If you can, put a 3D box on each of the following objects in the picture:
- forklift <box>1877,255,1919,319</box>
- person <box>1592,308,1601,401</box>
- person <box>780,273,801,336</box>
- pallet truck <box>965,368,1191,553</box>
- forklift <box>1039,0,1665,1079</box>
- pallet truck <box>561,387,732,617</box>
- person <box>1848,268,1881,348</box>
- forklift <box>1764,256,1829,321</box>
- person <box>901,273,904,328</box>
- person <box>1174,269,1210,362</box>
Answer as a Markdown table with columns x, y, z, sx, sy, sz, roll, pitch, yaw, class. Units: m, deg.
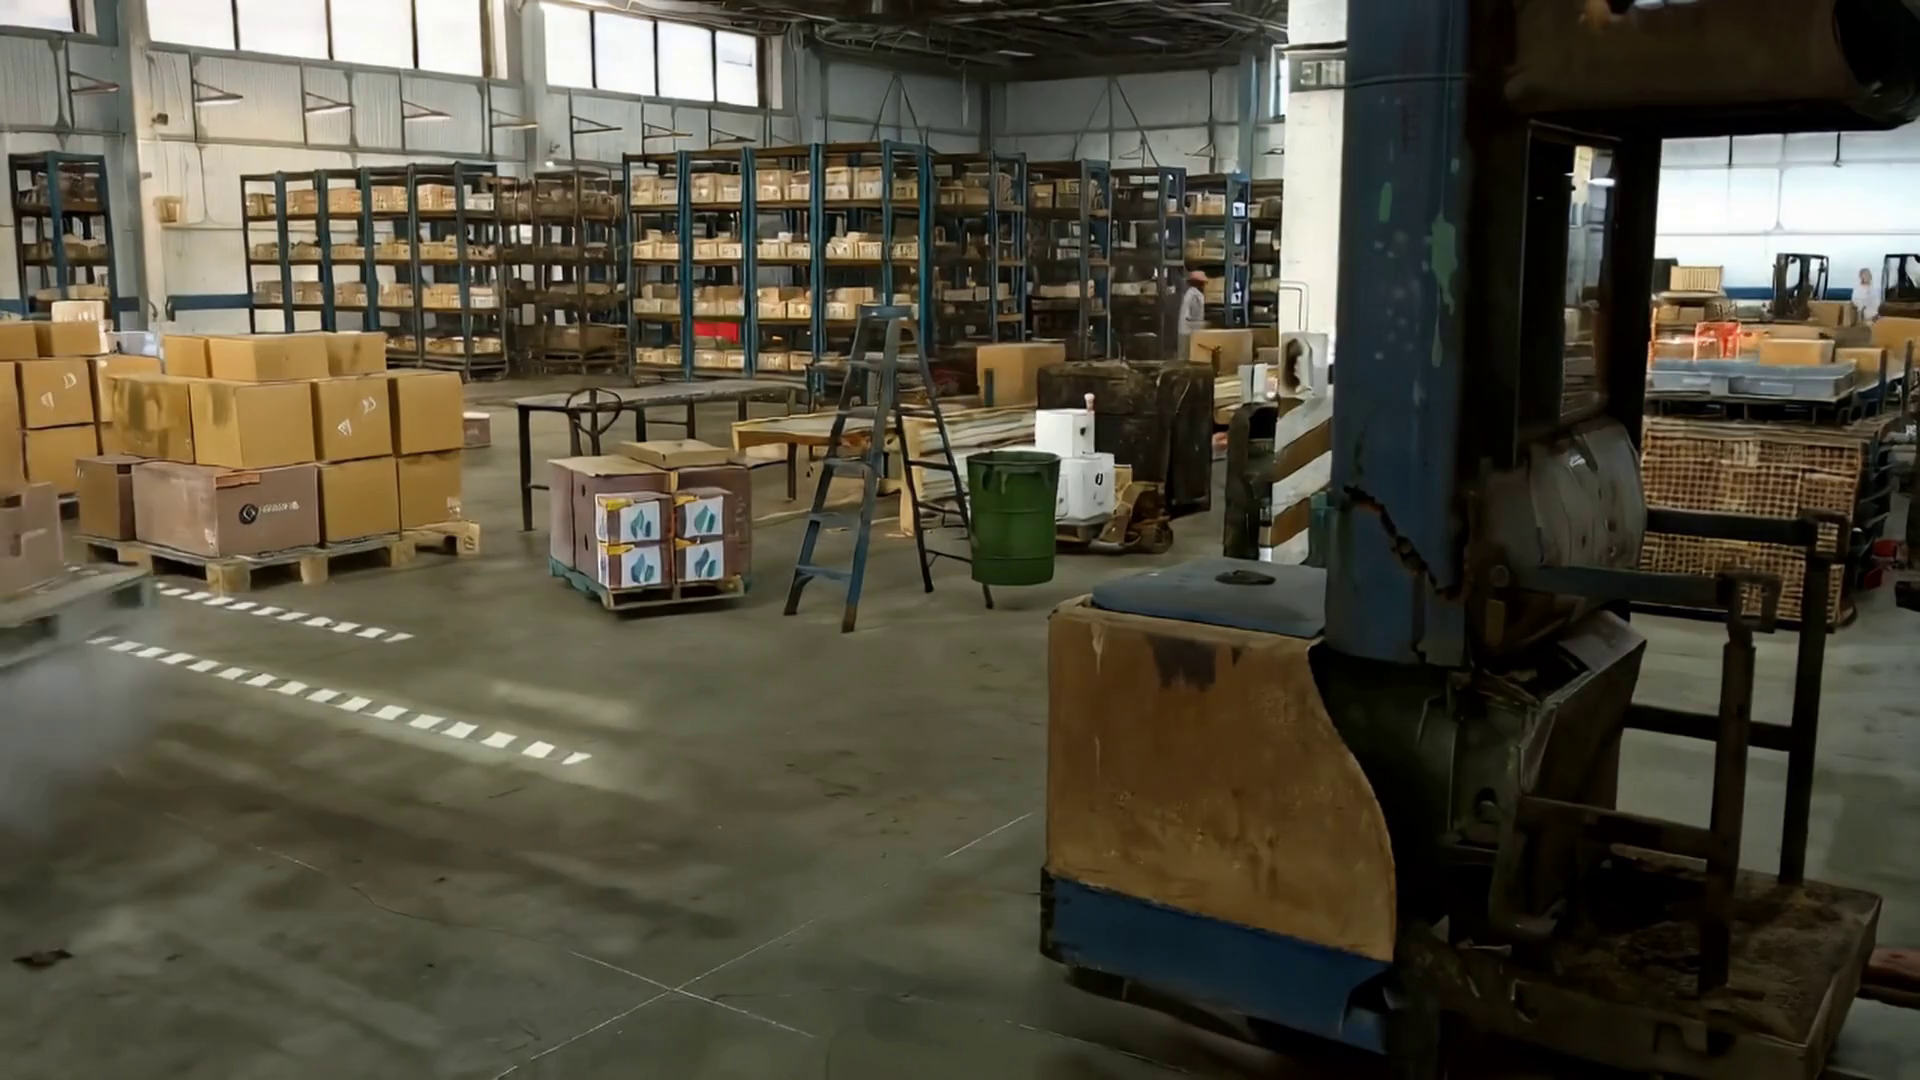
| x | y | z | sx | sy | sz | roll | pitch | yaw | class |
| --- | --- | --- | --- | --- | --- | --- | --- | --- | --- |
| 22.089 | -5.634 | 38.796 | 1.157 | 1.987 | 2.680 | 6 | 11 | 33 | forklift |
| 8.640 | -2.524 | 22.010 | 0.537 | 1.721 | 0.873 | 4 | 10 | 25 | person |
| -3.286 | -4.310 | 32.389 | 0.605 | 1.812 | 0.618 | 6 | 11 | 32 | person |
| 0.845 | -0.609 | 11.869 | 1.630 | 1.274 | 0.653 | 7 | 12 | 35 | pallet truck |
| 1.249 | -0.137 | 4.360 | 1.873 | 2.768 | 1.129 | 7 | 12 | 35 | forklift |
| -1.981 | -0.274 | 10.088 | 0.680 | 1.201 | 1.601 | -5 | 11 | -28 | pallet truck |
| 17.574 | -4.339 | 32.389 | 0.435 | 1.886 | 0.745 | -4 | 10 | -20 | person |
| 20.253 | -5.854 | 40.139 | 1.157 | 1.987 | 2.680 | 7 | 12 | 35 | forklift |
| -1.381 | -4.965 | 36.188 | 0.567 | 1.846 | 0.389 | -3 | 10 | -16 | person |
| 3.417 | -3.105 | 24.971 | 0.815 | 1.896 | 0.727 | 1 | 10 | 4 | person |
